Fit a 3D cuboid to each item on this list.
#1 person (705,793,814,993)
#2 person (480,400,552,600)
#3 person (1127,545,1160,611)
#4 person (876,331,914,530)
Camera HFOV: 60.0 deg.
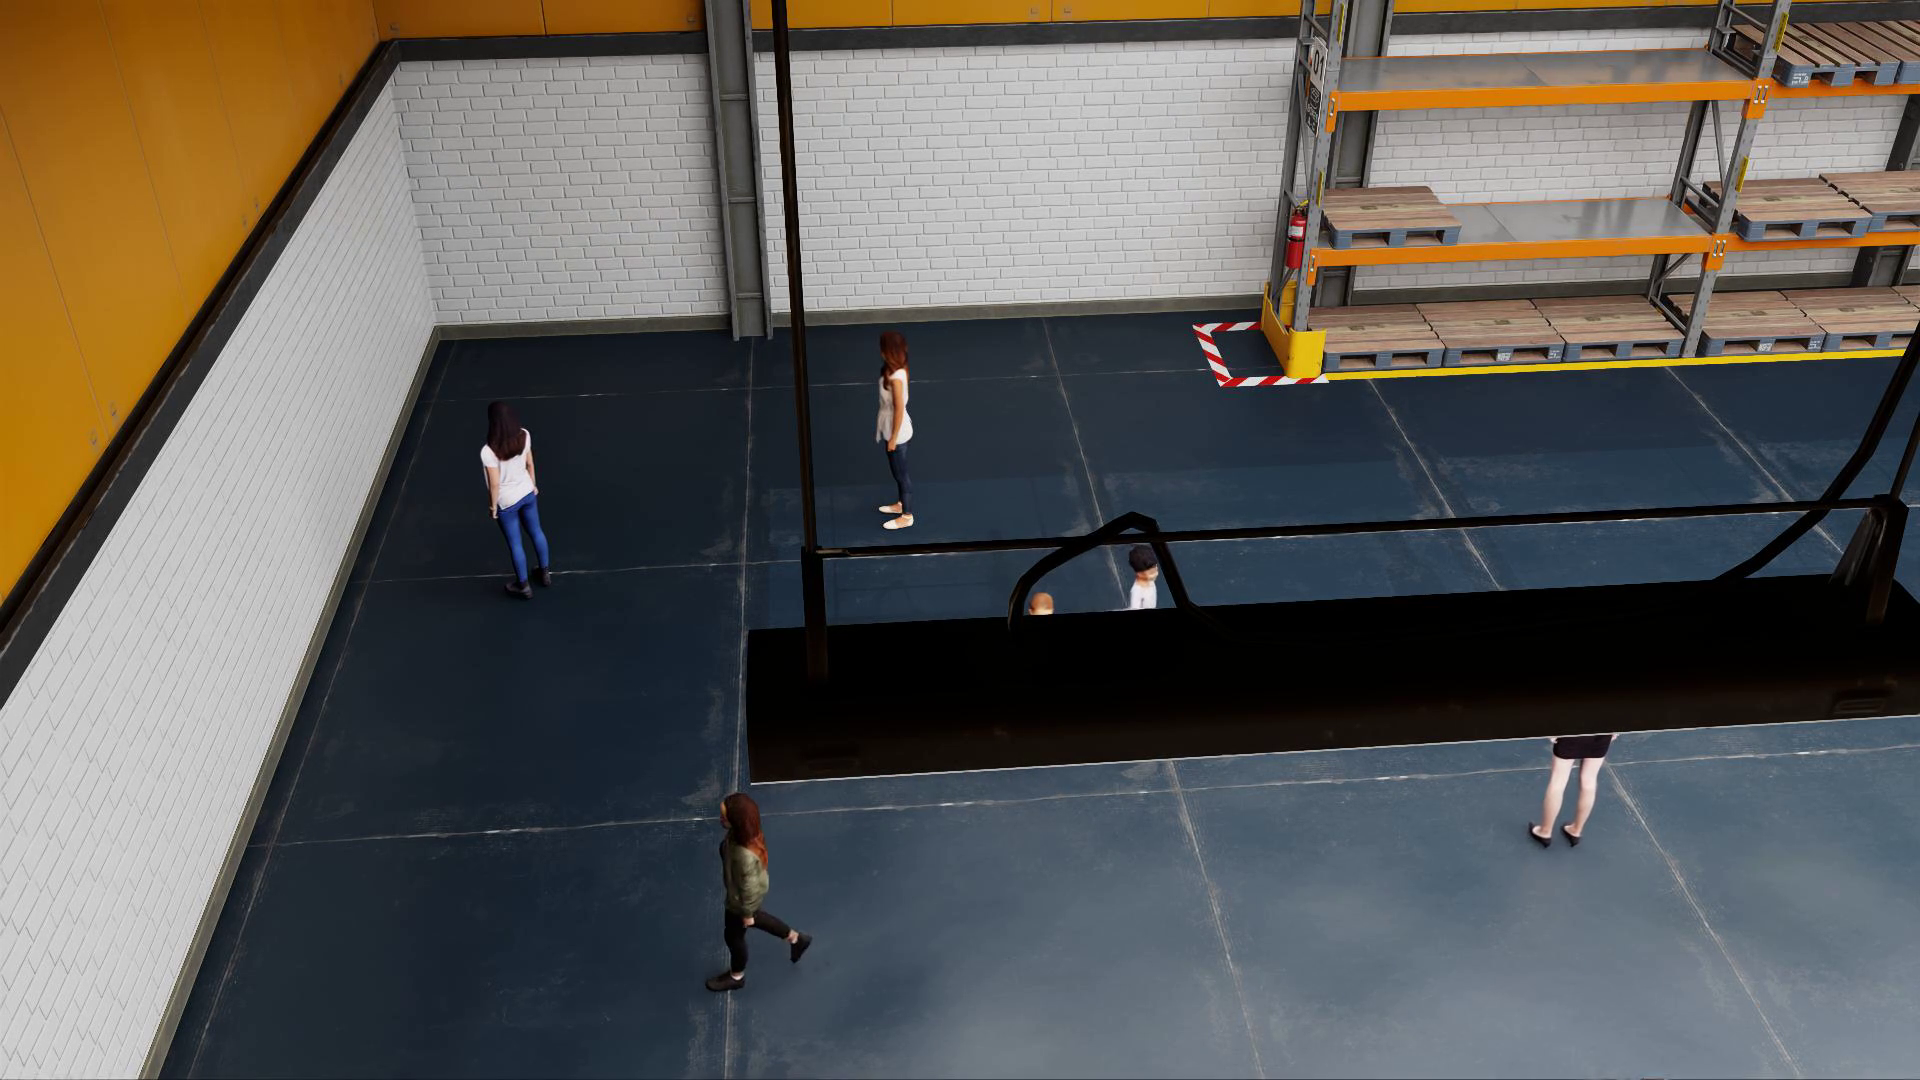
[{"bbox_3d":[-1.175,2.000,9.505,0.880,1.463,0.625,-6,34,-9],"label":"person"},{"bbox_3d":[-3.418,-0.304,12.771,0.727,1.684,0.680,22,40,30],"label":"person"},{"bbox_3d":[1.221,0.550,11.882,0.778,1.246,0.643,9,35,14],"label":"person"},{"bbox_3d":[-0.502,-0.907,13.589,0.509,1.783,0.588,-2,34,-3],"label":"person"}]
